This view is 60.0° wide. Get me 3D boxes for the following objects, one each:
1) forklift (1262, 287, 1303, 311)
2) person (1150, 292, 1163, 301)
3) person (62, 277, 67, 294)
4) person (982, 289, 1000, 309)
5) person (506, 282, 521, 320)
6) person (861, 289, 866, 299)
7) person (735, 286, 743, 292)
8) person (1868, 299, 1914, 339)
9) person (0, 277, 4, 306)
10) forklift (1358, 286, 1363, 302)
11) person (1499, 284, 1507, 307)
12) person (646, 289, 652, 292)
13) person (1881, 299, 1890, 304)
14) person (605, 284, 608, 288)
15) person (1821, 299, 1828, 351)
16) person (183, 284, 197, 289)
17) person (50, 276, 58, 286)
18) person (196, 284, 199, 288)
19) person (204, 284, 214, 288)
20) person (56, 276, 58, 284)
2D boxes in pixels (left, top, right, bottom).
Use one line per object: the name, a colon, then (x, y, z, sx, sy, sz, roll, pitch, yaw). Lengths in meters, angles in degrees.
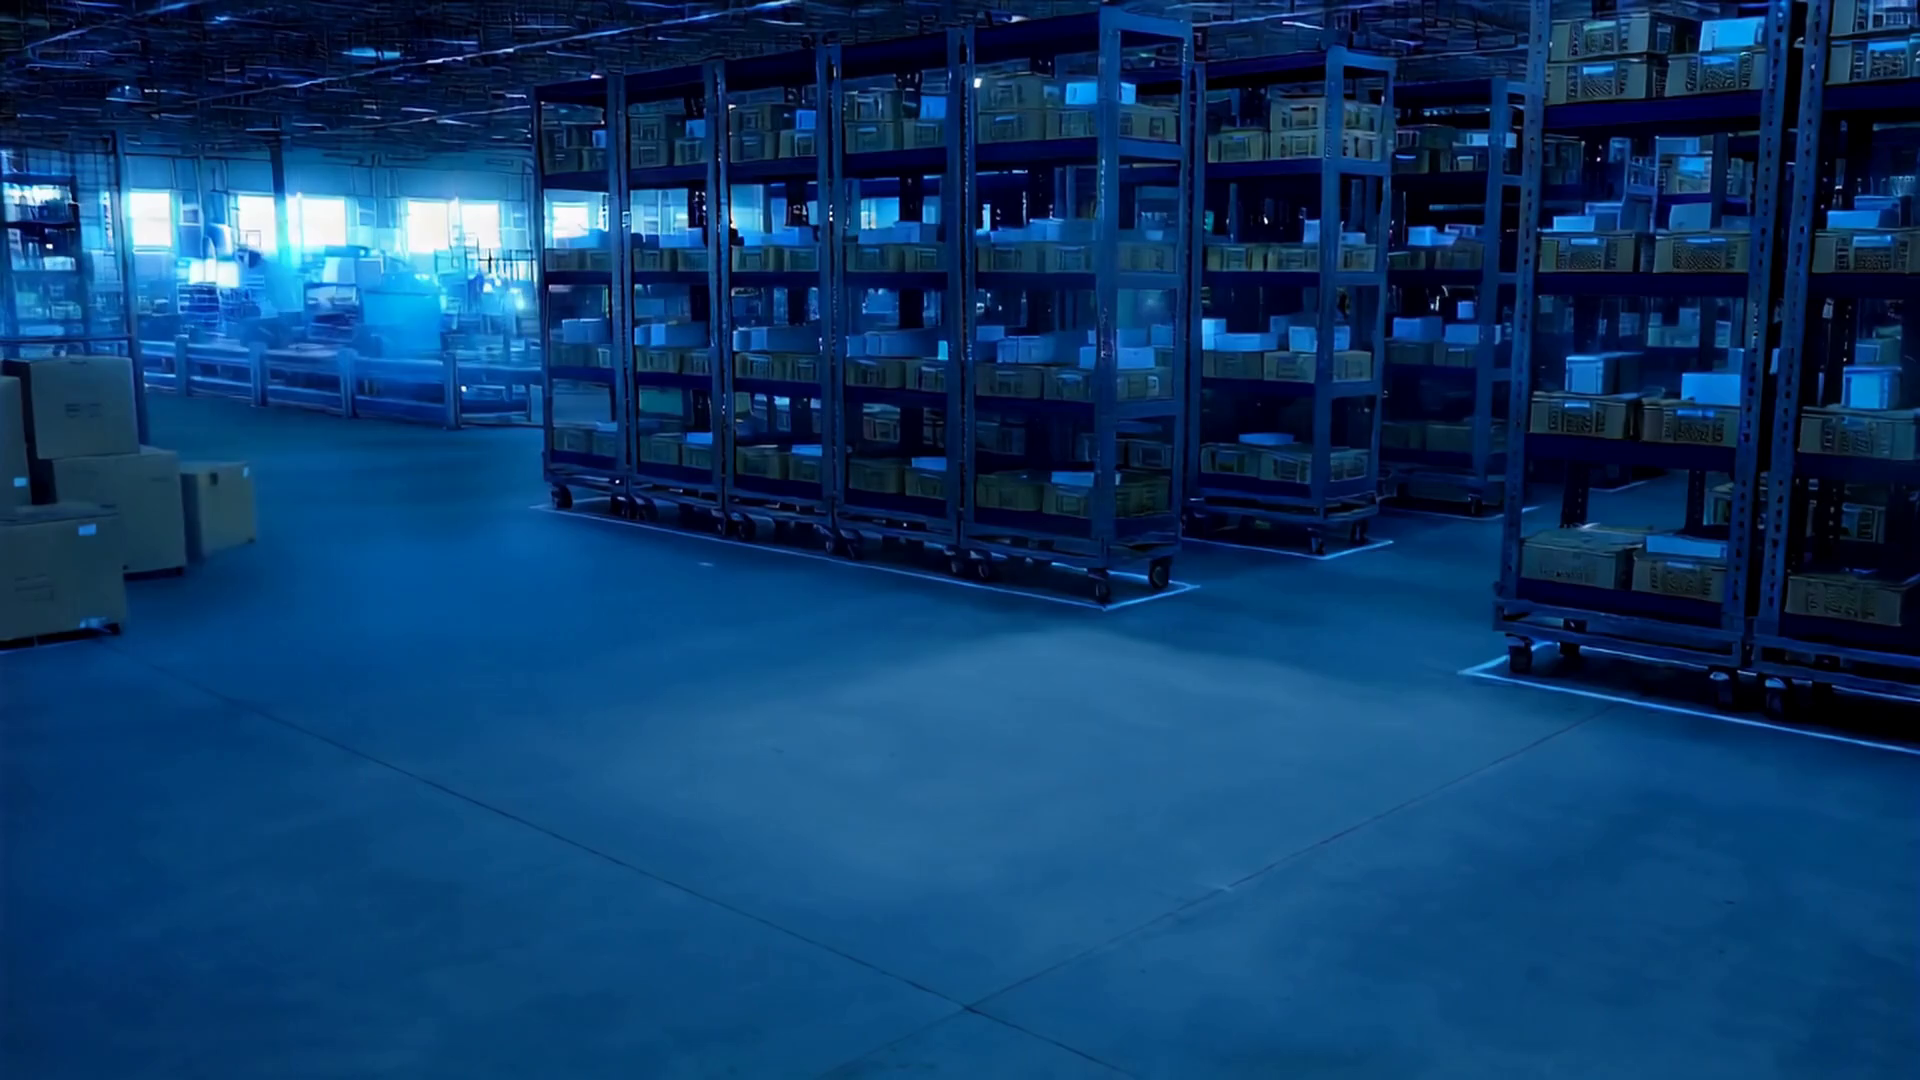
forklift: (10.769, -8.203, 54.240, 1.129, 2.768, 1.873, 8, 12, 42)
person: (5.893, -7.065, 50.192, 0.558, 1.917, 0.408, -9, 13, -43)
person: (-28.425, -7.447, 52.646, 0.876, 1.897, 0.602, -7, 12, -38)
person: (0.592, -3.608, 29.471, 0.524, 1.769, 0.325, 5, 10, 28)
person: (-15.702, -8.254, 58.477, 0.527, 1.607, 0.446, -3, 10, -19)
person: (-4.120, -10.317, 70.928, 0.791, 1.648, 0.590, 0, 9, 3)
person: (-9.294, -10.180, 69.245, 0.550, 1.937, 0.357, 8, 12, 42)
person: (8.268, -1.235, 14.741, 0.457, 1.824, 0.584, -7, 12, -38)
person: (-47.004, -12.157, 81.467, 0.778, 1.893, 0.609, -4, 10, -23)
forklift: (11.100, -7.017, 46.970, 1.873, 2.768, 1.129, 9, 13, 43)
person: (15.688, -6.664, 48.332, 0.862, 1.731, 0.533, 8, 12, 41)
person: (-15.565, -12.432, 83.046, 0.355, 1.937, 0.634, 1, 9, 4)
person: (20.249, -4.813, 36.257, 0.616, 1.961, 0.895, 2, 9, 12)
person: (-16.171, -11.297, 76.285, 0.316, 1.875, 0.531, -3, 10, -16)
person: (14.501, -3.478, 28.230, 0.846, 1.915, 0.602, 4, 10, 25)
person: (-33.482, -10.702, 72.561, 0.650, 1.901, 0.946, 5, 10, 27)
person: (-44.821, -12.284, 82.135, 0.637, 1.952, 1.019, -1, 9, -8)
person: (-36.137, -11.604, 78.361, 0.788, 1.807, 0.653, -9, 13, -42)
person: (-32.780, -10.687, 72.584, 0.329, 1.865, 0.514, 6, 11, 34)
person: (-39.461, -10.809, 73.141, 0.464, 1.921, 0.555, 2, 10, 13)
